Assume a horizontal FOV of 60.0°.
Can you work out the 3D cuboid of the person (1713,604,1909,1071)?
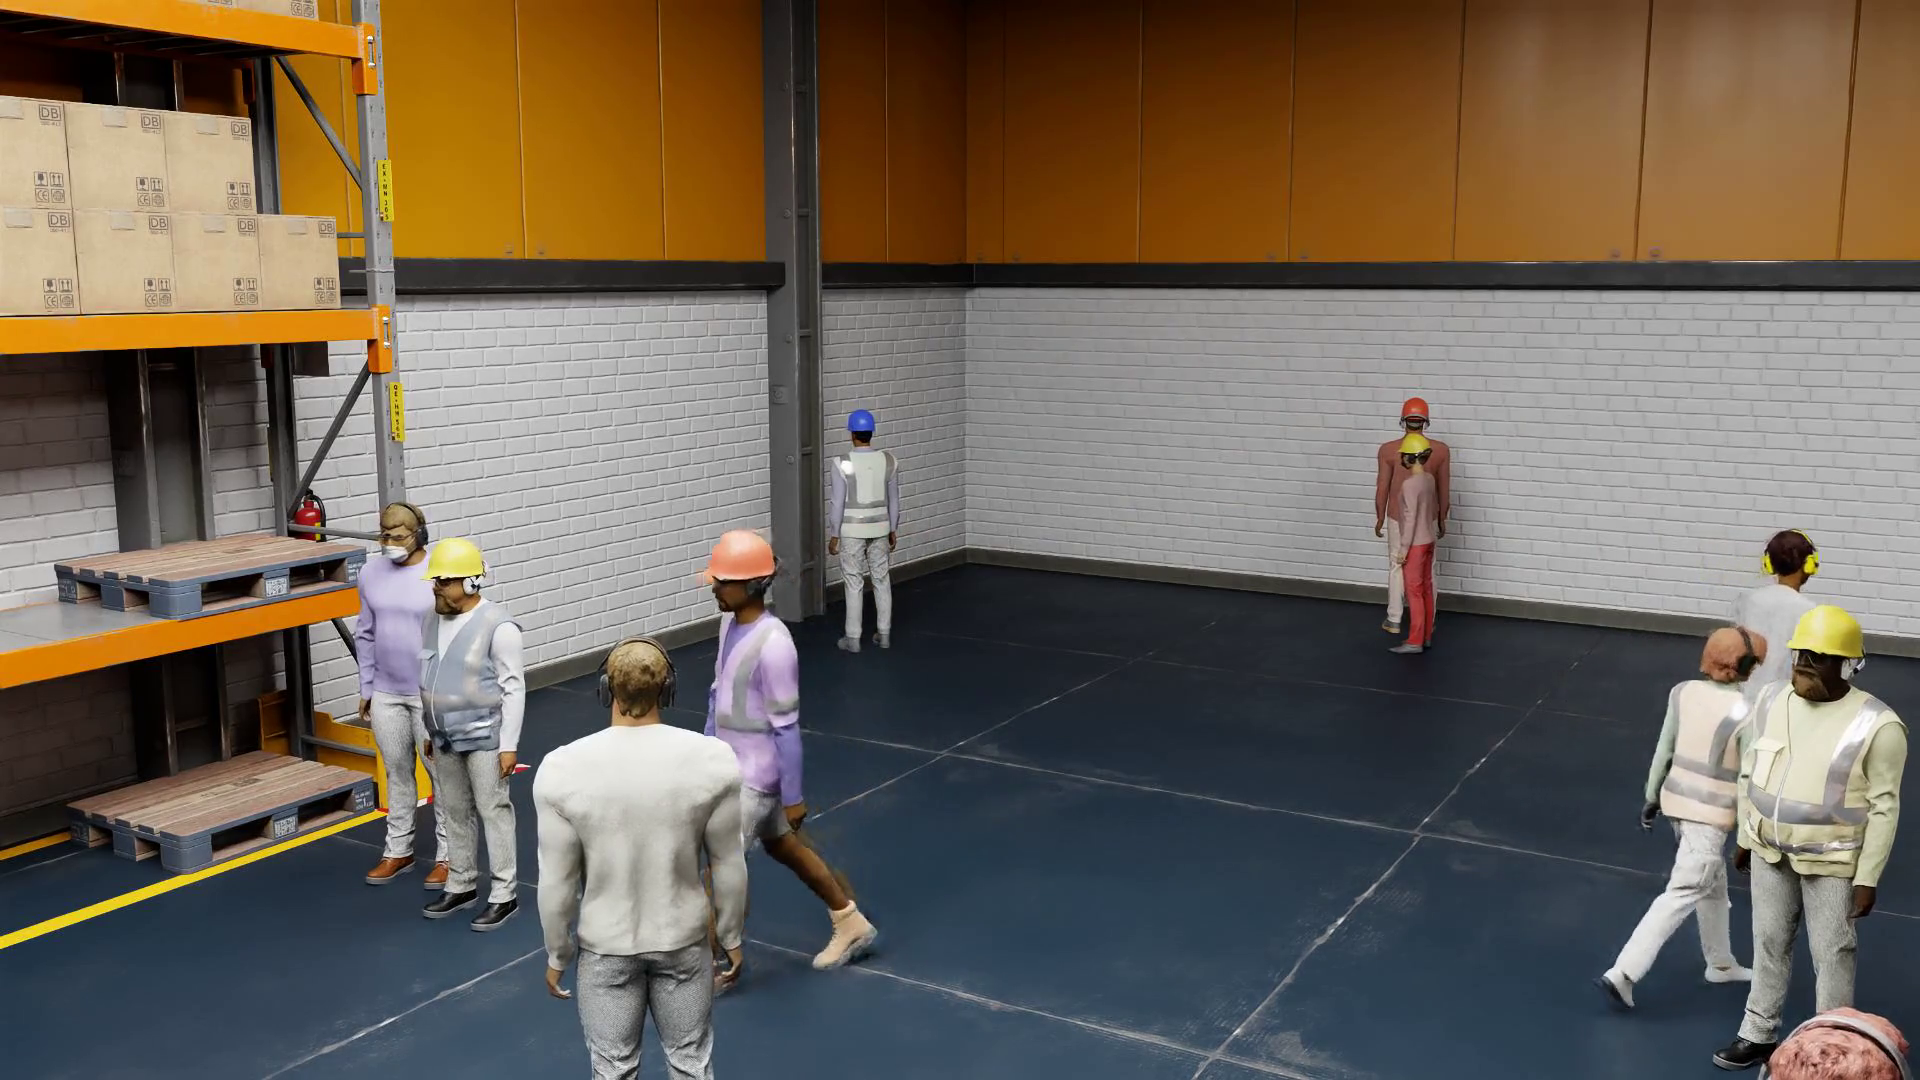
[{"bbox_3d":[3.124,1.140,6.144,0.404,1.837,0.590,-5,11,-30],"label":"person"}]

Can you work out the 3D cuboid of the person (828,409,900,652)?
[{"bbox_3d":[-0.778,-0.075,13.373,0.618,1.945,0.395,-5,10,-29],"label":"person"}]

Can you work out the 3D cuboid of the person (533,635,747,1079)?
[{"bbox_3d":[-0.973,1.249,5.144,0.635,1.937,0.353,-2,9,-15],"label":"person"}]

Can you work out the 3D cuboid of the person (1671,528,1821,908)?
[{"bbox_3d":[3.861,0.860,7.999,0.887,1.819,0.570,-6,11,-31],"label":"person"}]

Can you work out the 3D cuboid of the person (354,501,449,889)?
[{"bbox_3d":[-2.696,0.760,8.212,0.627,1.935,0.371,2,9,15],"label":"person"}]

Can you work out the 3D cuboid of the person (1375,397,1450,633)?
[{"bbox_3d":[3.806,-0.203,14.028,0.613,1.995,0.391,1,9,7],"label":"person"}]

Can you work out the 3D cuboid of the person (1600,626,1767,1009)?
[{"bbox_3d":[3.011,1.145,6.879,0.857,1.594,0.537,-3,10,-17],"label":"person"}]

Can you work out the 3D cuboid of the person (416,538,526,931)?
[{"bbox_3d":[-2.286,0.891,7.707,0.601,1.830,0.404,5,11,31],"label":"person"}]

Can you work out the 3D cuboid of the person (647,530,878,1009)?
[{"bbox_3d":[-0.821,0.931,6.989,1.058,2.005,0.614,-3,10,-21],"label":"person"}]

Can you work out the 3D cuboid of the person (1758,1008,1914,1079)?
[{"bbox_3d":[1.334,1.667,2.666,0.646,1.900,0.402,7,12,39],"label":"person"}]

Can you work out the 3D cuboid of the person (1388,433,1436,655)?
[{"bbox_3d":[3.616,0.032,13.276,0.331,1.768,0.526,7,11,35],"label":"person"}]
